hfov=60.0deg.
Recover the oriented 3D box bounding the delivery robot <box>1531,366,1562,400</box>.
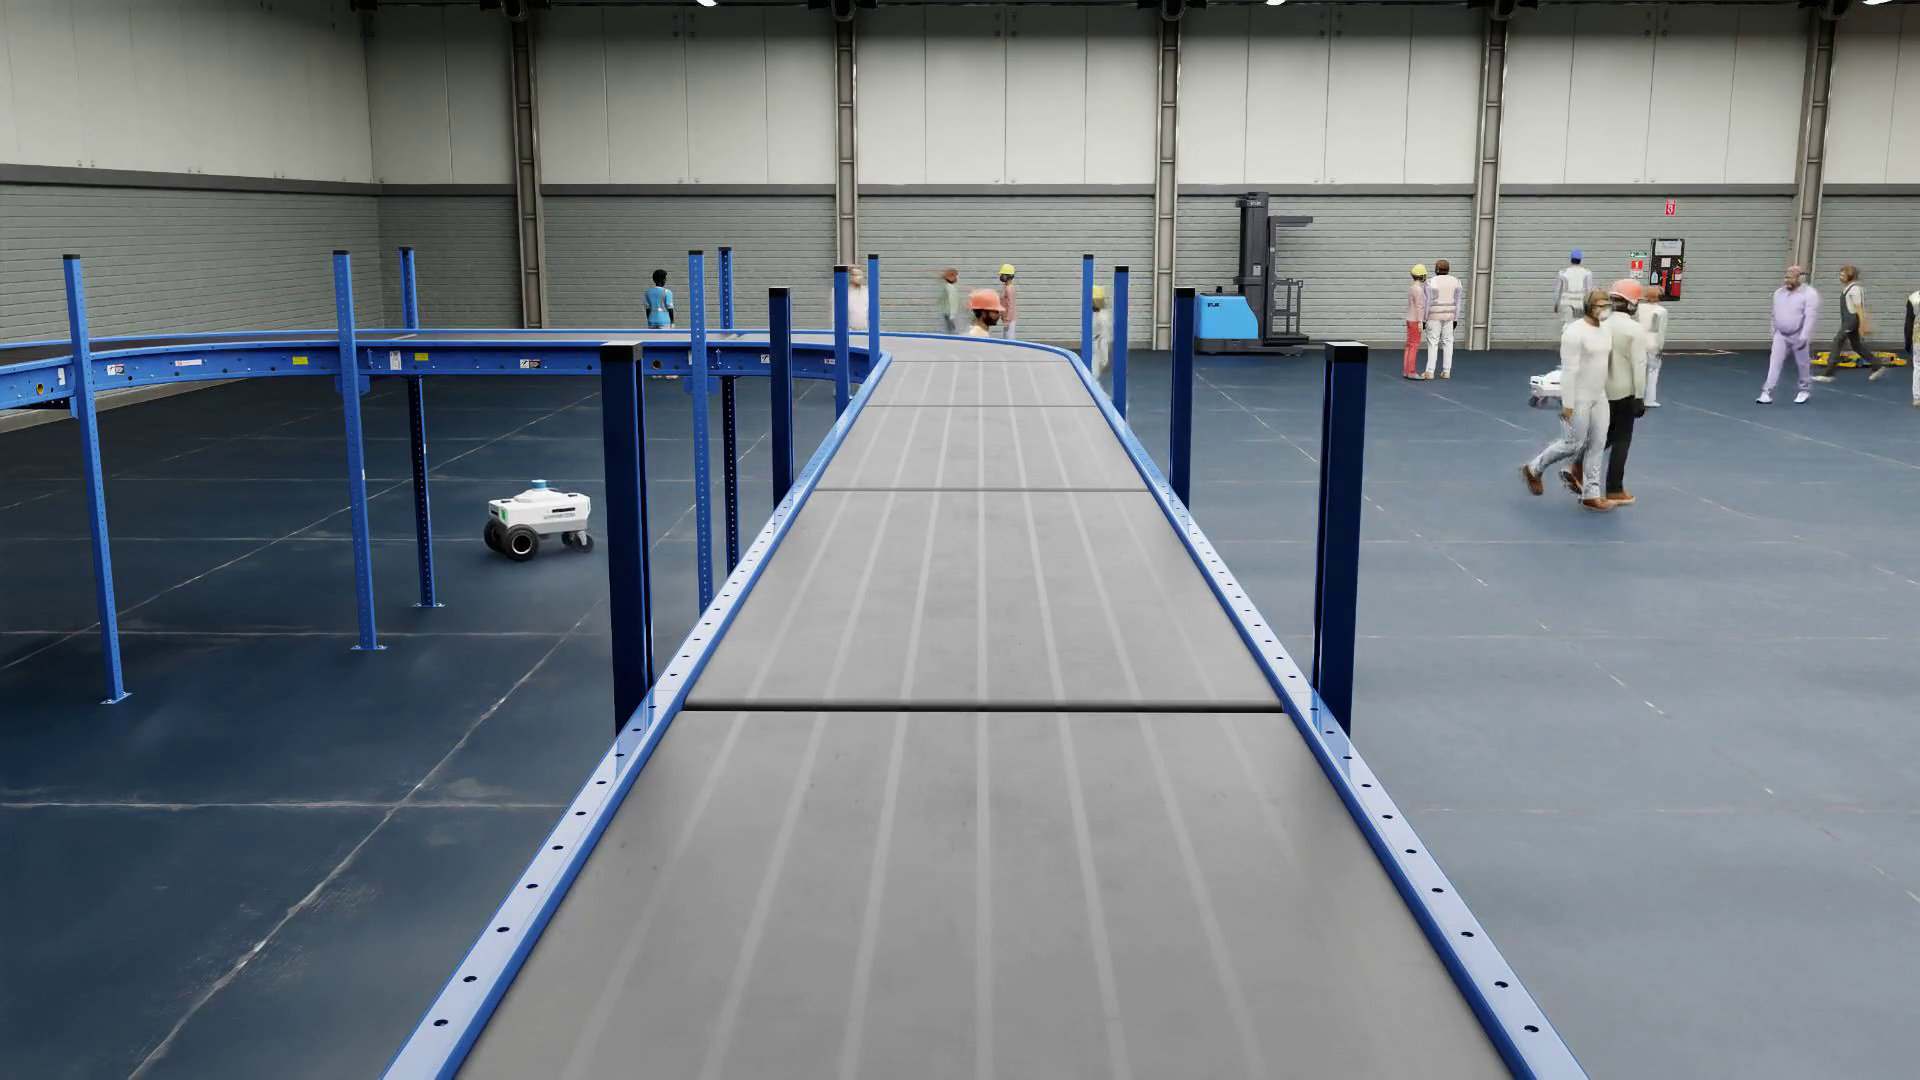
[{"bbox_3d":[7.944,-2.064,22.030,0.707,0.478,0.477,-1,11,-7],"label":"delivery robot"}]

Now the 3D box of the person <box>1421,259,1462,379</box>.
[{"bbox_3d":[7.470,-3.439,25.915,0.625,1.844,0.429,-2,11,-11],"label":"person"}]

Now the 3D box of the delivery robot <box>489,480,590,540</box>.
[{"bbox_3d":[-3.151,-0.208,12.495,0.707,0.478,0.477,-7,13,-32],"label":"delivery robot"}]

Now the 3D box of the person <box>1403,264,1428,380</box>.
[{"bbox_3d":[7.074,-3.370,25.747,0.310,1.770,0.533,0,11,0],"label":"person"}]

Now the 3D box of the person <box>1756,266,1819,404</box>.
[{"bbox_3d":[11.203,-2.749,22.378,1.007,1.857,0.660,-7,13,-34],"label":"person"}]

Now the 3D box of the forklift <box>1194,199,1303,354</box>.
[{"bbox_3d":[5.313,-4.851,30.603,1.873,2.768,1.129,0,11,1],"label":"forklift"}]

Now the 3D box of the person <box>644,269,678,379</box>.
[{"bbox_3d":[-4.647,-3.347,25.822,0.532,1.693,0.319,6,12,27],"label":"person"}]

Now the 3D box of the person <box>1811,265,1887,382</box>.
[{"bbox_3d":[13.643,-3.289,25.321,1.021,1.790,0.532,4,12,19],"label":"person"}]

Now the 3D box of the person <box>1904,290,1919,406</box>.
[{"bbox_3d":[12.838,-2.668,21.998,0.647,1.822,0.747,9,14,38],"label":"person"}]

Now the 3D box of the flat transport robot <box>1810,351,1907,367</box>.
[{"bbox_3d":[15.247,-3.079,28.216,1.431,0.197,0.652,-4,12,-19],"label":"flat transport robot"}]

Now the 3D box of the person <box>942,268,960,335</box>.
[{"bbox_3d":[-0.218,-3.976,29.253,0.608,1.613,0.510,-3,11,-14],"label":"person"}]

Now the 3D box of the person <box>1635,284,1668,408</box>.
[{"bbox_3d":[9.011,-2.543,21.860,0.580,1.622,0.530,-6,13,-29],"label":"person"}]

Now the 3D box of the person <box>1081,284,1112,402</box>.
[{"bbox_3d":[1.609,-2.120,19.402,0.566,1.725,0.487,-4,12,-21],"label":"person"}]

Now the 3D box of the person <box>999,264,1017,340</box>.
[{"bbox_3d":[0.739,-3.425,26.025,0.305,1.772,0.527,-1,11,-3],"label":"person"}]

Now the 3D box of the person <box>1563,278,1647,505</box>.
[{"bbox_3d":[5.698,-1.291,14.549,0.563,1.976,0.617,-4,12,-19],"label":"person"}]

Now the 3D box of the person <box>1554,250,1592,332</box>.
[{"bbox_3d":[11.120,-4.300,30.206,0.630,1.895,0.994,3,11,14],"label":"person"}]

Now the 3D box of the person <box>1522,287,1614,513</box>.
[{"bbox_3d":[5.313,-1.221,14.358,0.625,1.917,0.770,-8,13,-34],"label":"person"}]

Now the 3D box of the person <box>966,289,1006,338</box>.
[{"bbox_3d":[0.184,-1.239,14.500,0.986,1.889,0.561,0,11,2],"label":"person"}]

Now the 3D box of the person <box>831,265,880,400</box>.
[{"bbox_3d":[-1.396,-2.805,22.631,1.014,1.851,0.636,9,14,39],"label":"person"}]
